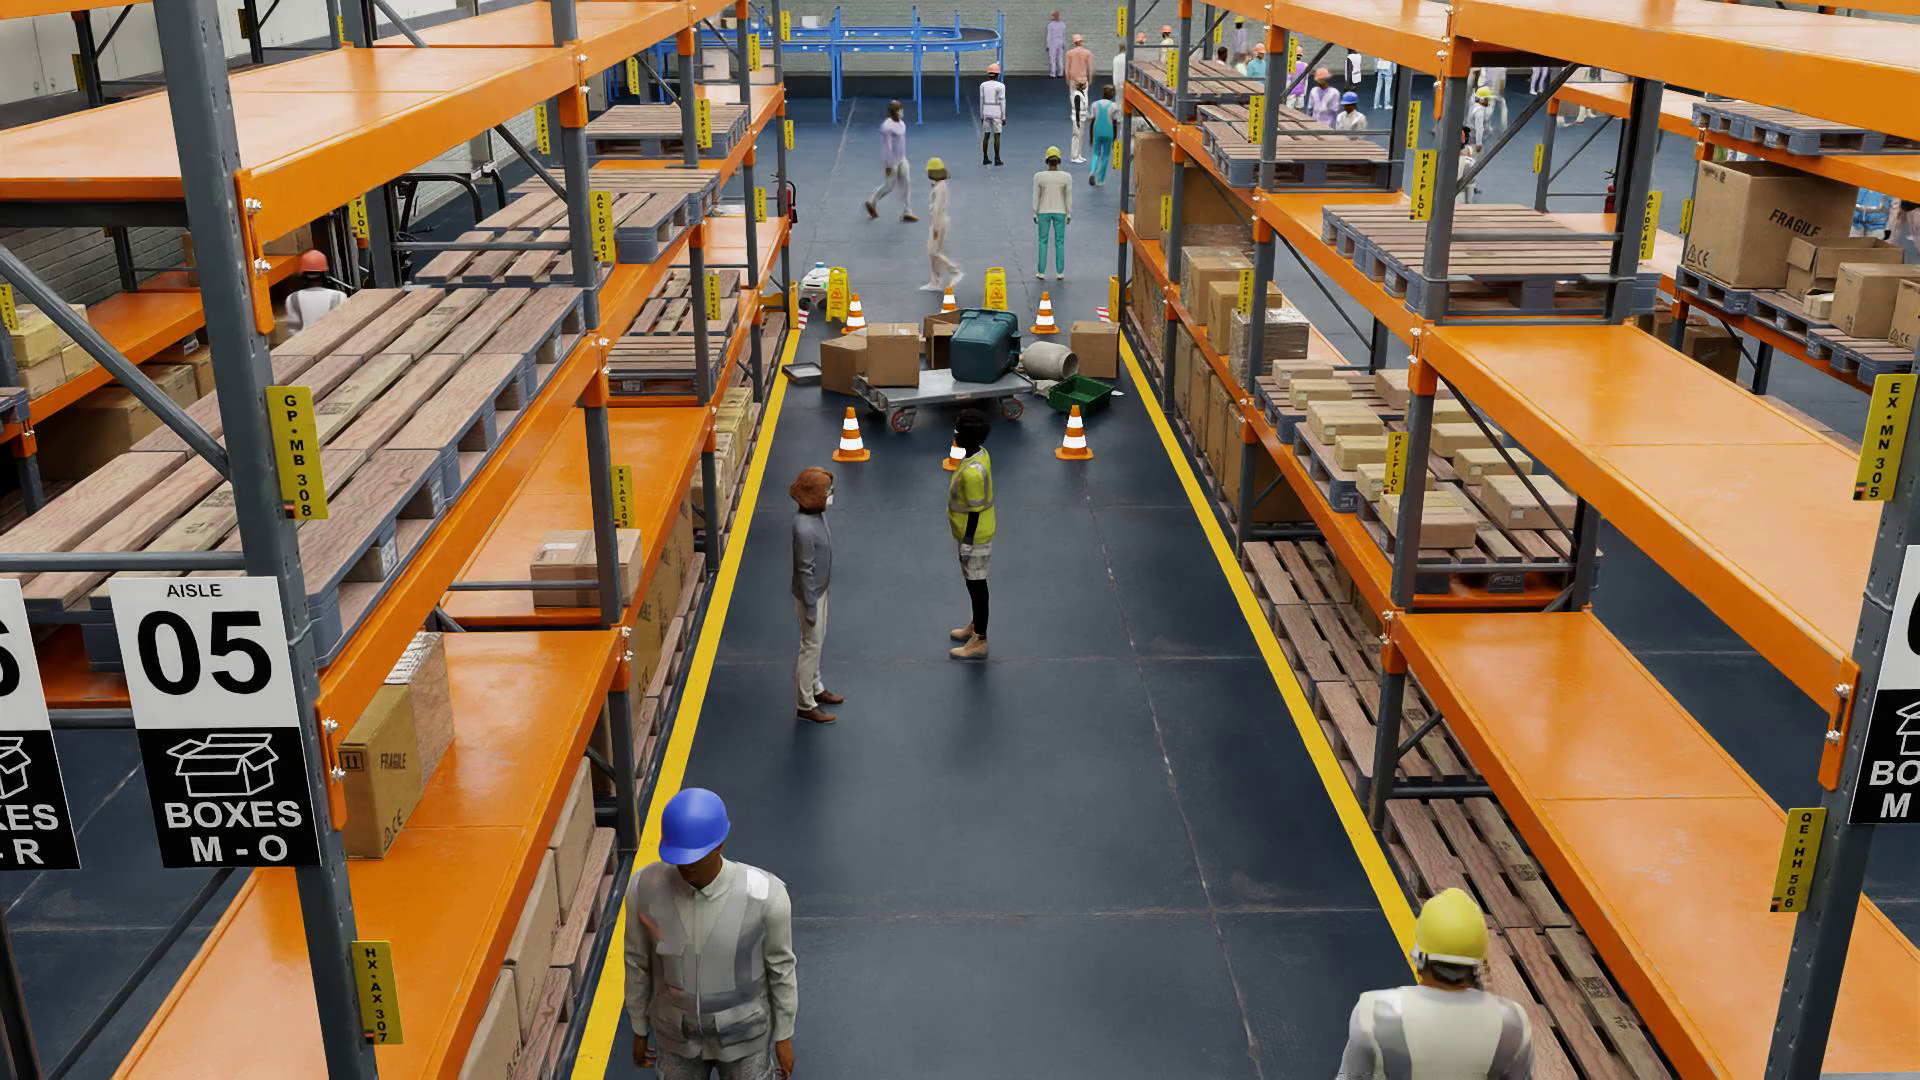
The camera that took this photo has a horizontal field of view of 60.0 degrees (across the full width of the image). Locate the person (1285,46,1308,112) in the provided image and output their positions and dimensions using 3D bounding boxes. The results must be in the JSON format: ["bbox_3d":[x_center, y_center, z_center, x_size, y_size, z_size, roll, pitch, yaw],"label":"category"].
[{"bbox_3d":[7.334,-9.811,36.430,0.551,1.934,0.373,-8,22,-20],"label":"person"}]

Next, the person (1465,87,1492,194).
[{"bbox_3d":[9.076,-7.017,29.192,0.404,1.829,0.600,1,21,4],"label":"person"}]

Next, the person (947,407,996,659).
[{"bbox_3d":[0.076,-0.050,10.962,0.318,1.700,0.535,1,21,2],"label":"person"}]

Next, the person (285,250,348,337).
[{"bbox_3d":[-5.706,-1.651,14.940,0.547,1.895,0.993,-3,21,-7],"label":"person"}]

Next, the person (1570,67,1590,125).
[{"bbox_3d":[14.443,-10.476,38.627,0.294,1.623,0.507,11,23,27],"label":"person"}]

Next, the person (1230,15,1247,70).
[{"bbox_3d":[7.973,-14.003,47.548,0.437,1.906,0.611,-5,21,-13],"label":"person"}]

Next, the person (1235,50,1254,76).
[{"bbox_3d":[6.332,-9.951,36.961,0.579,1.816,0.732,-7,22,-17],"label":"person"}]

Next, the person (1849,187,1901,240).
[{"bbox_3d":[11.631,-4.036,21.296,0.429,1.846,0.626,-18,27,-40],"label":"person"}]

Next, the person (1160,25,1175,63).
[{"bbox_3d":[5.311,-12.320,43.061,0.356,1.938,0.543,12,24,29],"label":"person"}]

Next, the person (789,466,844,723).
[{"bbox_3d":[-0.881,0.325,10.076,0.285,1.624,0.509,1,21,2],"label":"person"}]

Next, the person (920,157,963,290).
[{"bbox_3d":[-0.258,-4.077,21.550,0.488,1.729,0.505,1,21,2],"label":"person"}]

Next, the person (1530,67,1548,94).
[{"bbox_3d":[15.737,-12.958,45.001,0.626,1.756,0.376,-10,23,-24],"label":"person"}]

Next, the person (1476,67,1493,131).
[{"bbox_3d":[11.893,-10.236,37.598,0.403,1.909,0.655,3,21,7],"label":"person"}]

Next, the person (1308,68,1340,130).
[{"bbox_3d":[6.765,-7.775,30.999,0.628,1.989,0.969,18,27,40],"label":"person"}]

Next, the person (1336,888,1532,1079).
[{"bbox_3d":[1.522,2.002,5.384,0.590,1.811,0.692,-1,21,-3],"label":"person"}]

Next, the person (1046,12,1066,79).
[{"bbox_3d":[2.818,-14.673,49.325,0.644,1.907,0.399,-13,24,-30],"label":"person"}]

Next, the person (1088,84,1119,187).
[{"bbox_3d":[2.579,-7.208,29.715,0.513,1.816,0.451,7,22,19],"label":"person"}]

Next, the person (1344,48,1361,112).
[{"bbox_3d":[9.071,-10.578,38.483,0.379,1.917,0.591,13,25,32],"label":"person"}]

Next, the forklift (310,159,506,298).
[{"bbox_3d":[-5.622,-2.910,17.832,2.313,2.155,1.214,-1,21,-1],"label":"forklift"}]

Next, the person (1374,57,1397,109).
[{"bbox_3d":[10.666,-11.801,41.733,0.597,1.910,0.383,18,27,40],"label":"person"}]

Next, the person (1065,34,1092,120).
[{"bbox_3d":[2.813,-11.010,39.580,0.638,1.957,0.796,1,21,2],"label":"person"}]

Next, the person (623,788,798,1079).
[{"bbox_3d":[-0.882,1.734,5.900,0.615,1.945,0.406,2,21,5],"label":"person"}]

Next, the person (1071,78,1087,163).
[{"bbox_3d":[2.353,-8.281,32.818,0.313,1.633,0.519,5,21,14],"label":"person"}]

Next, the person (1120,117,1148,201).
[{"bbox_3d":[2.975,-6.675,28.434,0.491,1.730,0.324,7,22,17],"label":"person"}]

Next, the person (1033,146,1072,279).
[{"bbox_3d":[1.236,-4.392,22.360,0.526,1.760,0.344,0,21,-1],"label":"person"}]

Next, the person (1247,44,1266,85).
[{"bbox_3d":[6.502,-9.843,36.433,0.622,1.992,0.393,-19,28,-41],"label":"person"}]

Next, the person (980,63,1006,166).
[{"bbox_3d":[0.651,-8.284,32.408,0.545,1.929,0.387,12,24,28],"label":"person"}]

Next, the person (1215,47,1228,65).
[{"bbox_3d":[5.693,-9.920,36.768,0.401,1.906,0.598,-4,21,-10],"label":"person"}]

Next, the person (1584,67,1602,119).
[{"bbox_3d":[15.101,-11.096,39.682,0.615,2.038,0.396,-9,22,-22],"label":"person"}]

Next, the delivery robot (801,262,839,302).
[{"bbox_3d":[-1.752,-3.229,20.825,0.477,0.478,0.707,3,21,9],"label":"delivery robot"}]

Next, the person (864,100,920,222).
[{"bbox_3d":[-1.100,-6.039,26.514,0.890,1.910,0.638,11,23,26],"label":"person"}]

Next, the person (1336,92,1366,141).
[{"bbox_3d":[6.380,-6.395,27.412,0.439,1.936,0.603,-14,25,-32],"label":"person"}]
